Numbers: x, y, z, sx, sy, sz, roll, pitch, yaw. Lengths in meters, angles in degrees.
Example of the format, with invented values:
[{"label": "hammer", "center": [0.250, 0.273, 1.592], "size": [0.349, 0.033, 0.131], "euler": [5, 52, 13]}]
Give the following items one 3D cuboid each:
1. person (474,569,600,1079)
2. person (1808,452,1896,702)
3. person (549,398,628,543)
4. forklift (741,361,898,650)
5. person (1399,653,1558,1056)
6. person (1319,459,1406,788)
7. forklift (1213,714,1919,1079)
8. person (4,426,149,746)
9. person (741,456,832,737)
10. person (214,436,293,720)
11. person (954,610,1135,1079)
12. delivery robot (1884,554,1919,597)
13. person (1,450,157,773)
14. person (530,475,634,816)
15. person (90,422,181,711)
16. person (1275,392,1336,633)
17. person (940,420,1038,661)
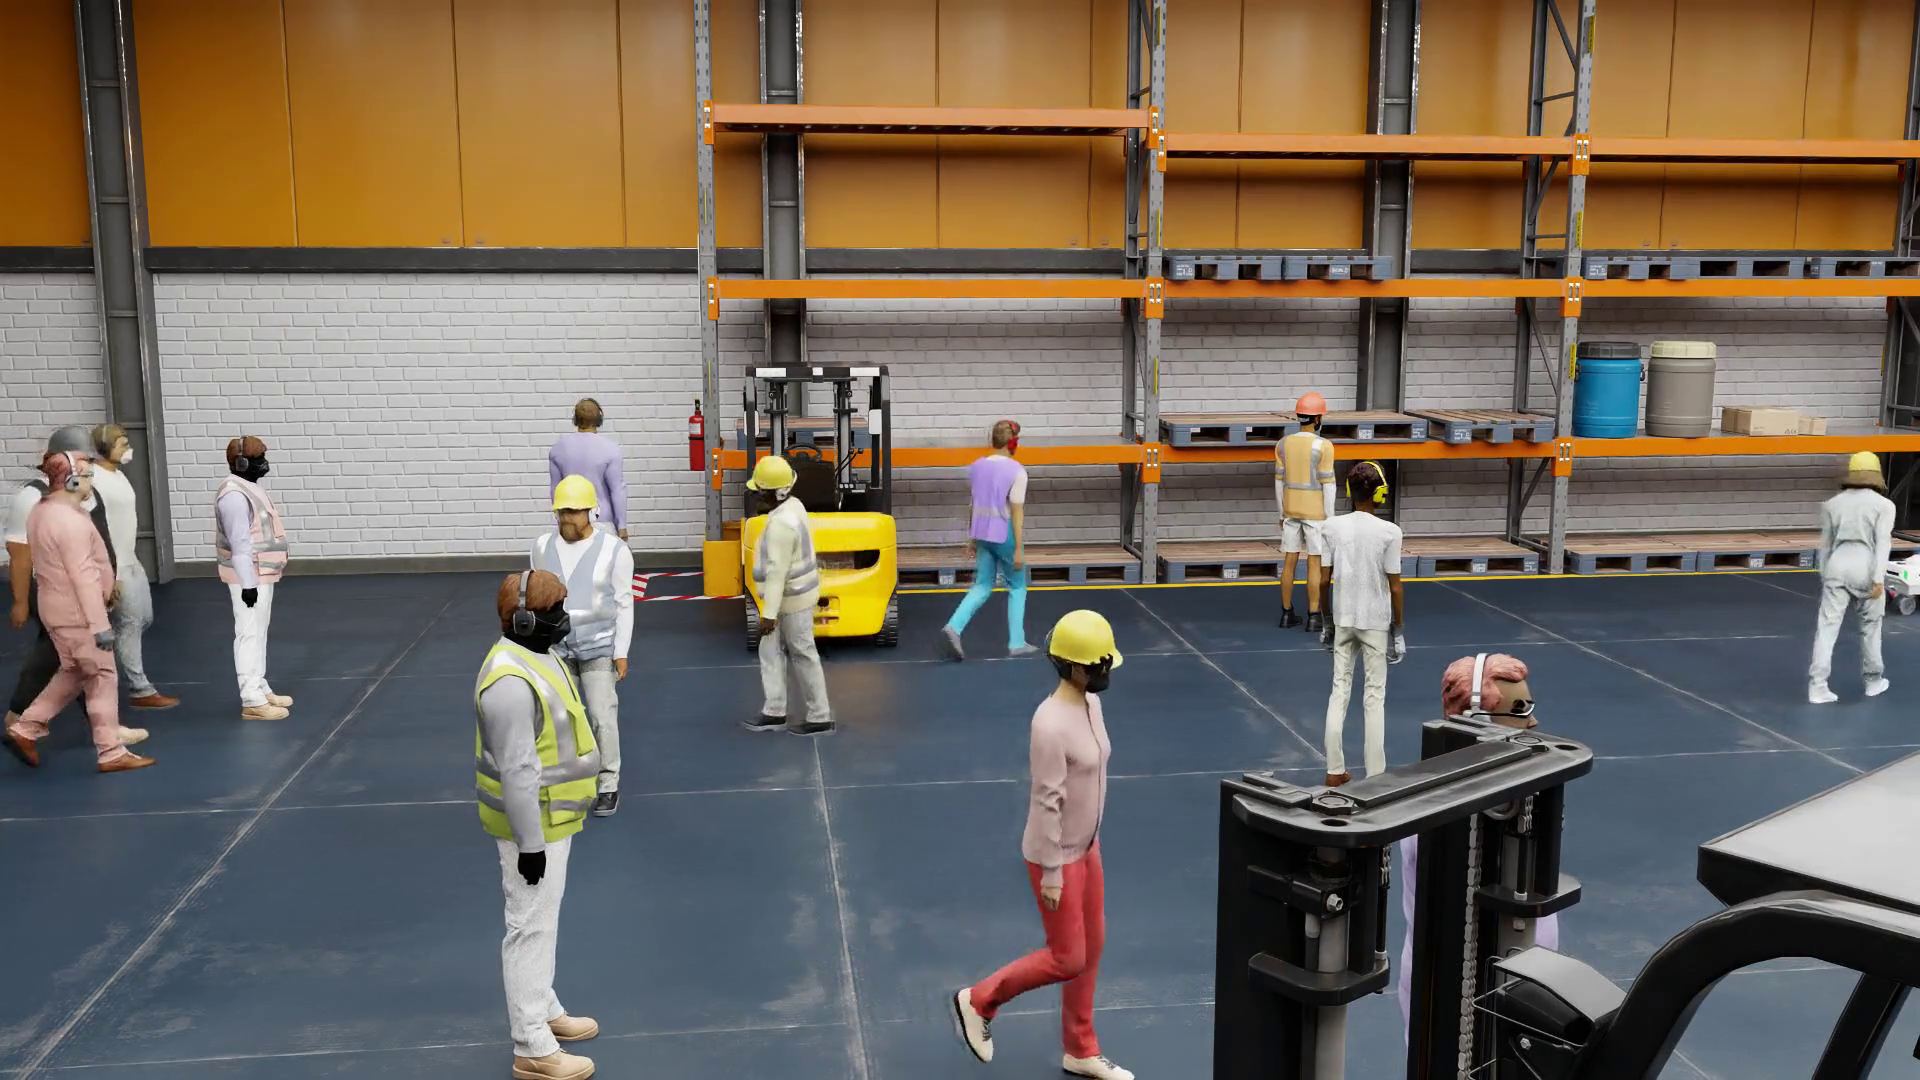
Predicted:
[{"label": "person", "center": [-1.515, 1.013, 6.019], "size": [0.429, 1.844, 0.627], "euler": [-1, 9, -8]}, {"label": "person", "center": [6.067, 0.251, 11.269], "size": [0.868, 1.669, 0.514], "euler": [-7, 11, -37]}, {"label": "person", "center": [-2.846, -0.131, 12.854], "size": [0.635, 1.939, 0.361], "euler": [3, 10, 17]}, {"label": "forklift", "center": [-1.154, -0.340, 13.365], "size": [1.214, 2.155, 2.313], "euler": [-1, 9, -7]}, {"label": "person", "center": [1.361, 1.236, 4.420], "size": [0.407, 1.910, 0.639], "euler": [3, 10, 17]}, {"label": "person", "center": [2.234, 0.486, 9.220], "size": [0.513, 1.872, 0.328], "euler": [7, 12, 38]}, {"label": "forklift", "center": [1.441, 1.425, 2.350], "size": [1.214, 2.155, 2.313], "euler": [-7, 12, -39]}, {"label": "person", "center": [-5.541, 0.246, 10.186], "size": [1.005, 2.000, 0.688], "euler": [0, 9, 3]}, {"label": "person", "center": [-1.102, 0.361, 10.245], "size": [0.659, 1.790, 0.621], "euler": [-1, 9, -6]}, {"label": "person", "center": [-4.592, 0.242, 10.834], "size": [0.429, 1.844, 0.625], "euler": [-3, 9, -16]}, {"label": "person", "center": [0.317, 1.083, 5.871], "size": [0.540, 1.746, 0.527], "euler": [4, 10, 23]}, {"label": "delivery robot", "center": [8.257, 0.296, 14.204], "size": [0.707, 0.478, 0.477], "euler": [-2, 9, -10]}, {"label": "person", "center": [-5.077, 0.432, 9.505], "size": [0.684, 1.892, 0.672], "euler": [-9, 12, -43]}, {"label": "person", "center": [-2.035, 0.561, 8.863], "size": [0.590, 1.835, 0.404], "euler": [1, 9, 8]}, {"label": "person", "center": [-5.549, 0.183, 10.930], "size": [0.647, 1.926, 0.649], "euler": [-2, 9, -12]}, {"label": "person", "center": [2.802, -0.223, 13.435], "size": [0.543, 1.938, 0.357], "euler": [9, 13, 44]}, {"label": "person", "center": [0.225, 0.013, 12.384], "size": [0.828, 1.814, 0.575], "euler": [-9, 13, -44]}]
